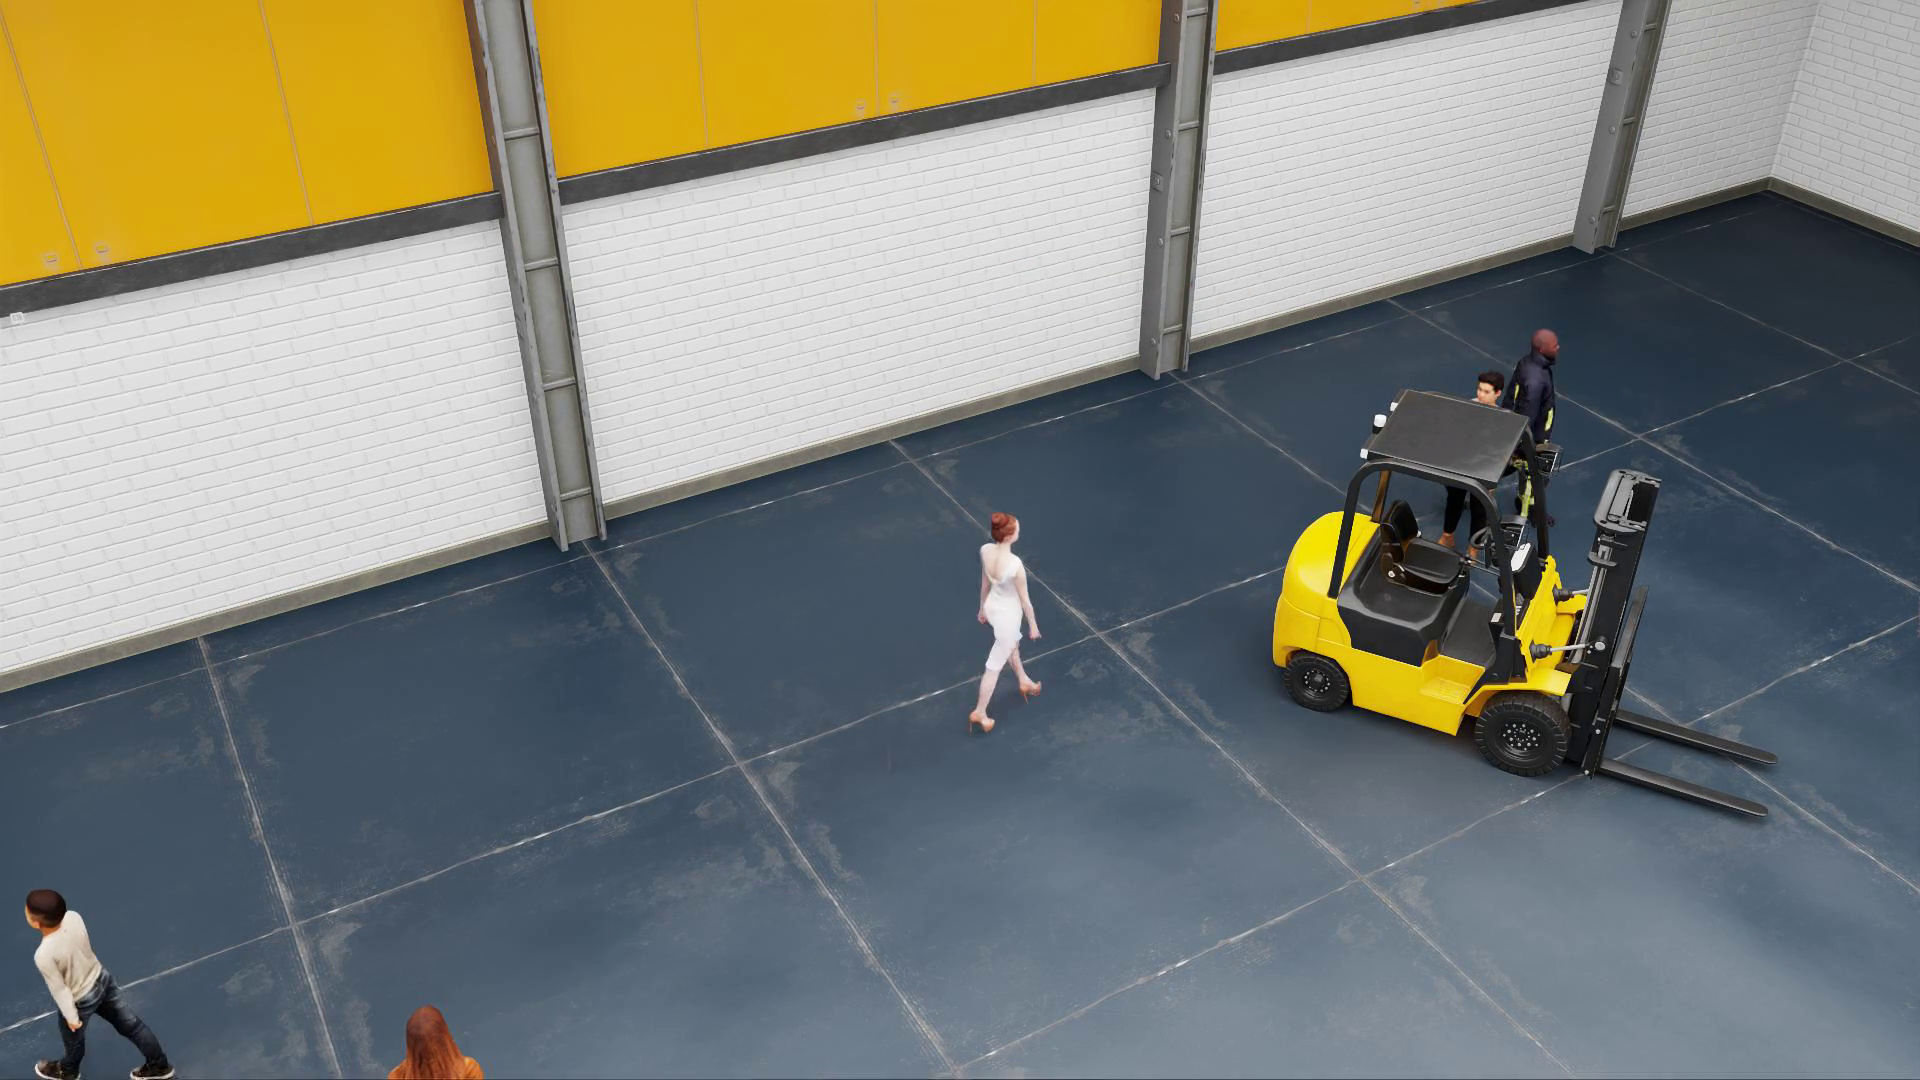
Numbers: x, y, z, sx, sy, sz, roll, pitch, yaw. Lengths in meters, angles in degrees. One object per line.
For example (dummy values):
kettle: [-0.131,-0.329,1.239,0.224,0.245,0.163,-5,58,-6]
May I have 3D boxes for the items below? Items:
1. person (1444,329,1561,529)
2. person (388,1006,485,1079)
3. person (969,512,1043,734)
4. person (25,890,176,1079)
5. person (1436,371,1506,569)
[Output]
person: [4.530,-0.916,13.643,1.297,1.788,1.195,6,34,9]
person: [-2.428,2.885,7.983,0.613,1.723,0.743,-6,34,-9]
person: [0.206,0.605,11.371,0.916,1.770,0.621,-21,39,-29]
person: [-4.620,2.438,8.919,1.048,1.431,0.930,5,34,7]
person: [4.087,-0.583,13.203,0.588,1.720,0.647,-26,42,-33]
